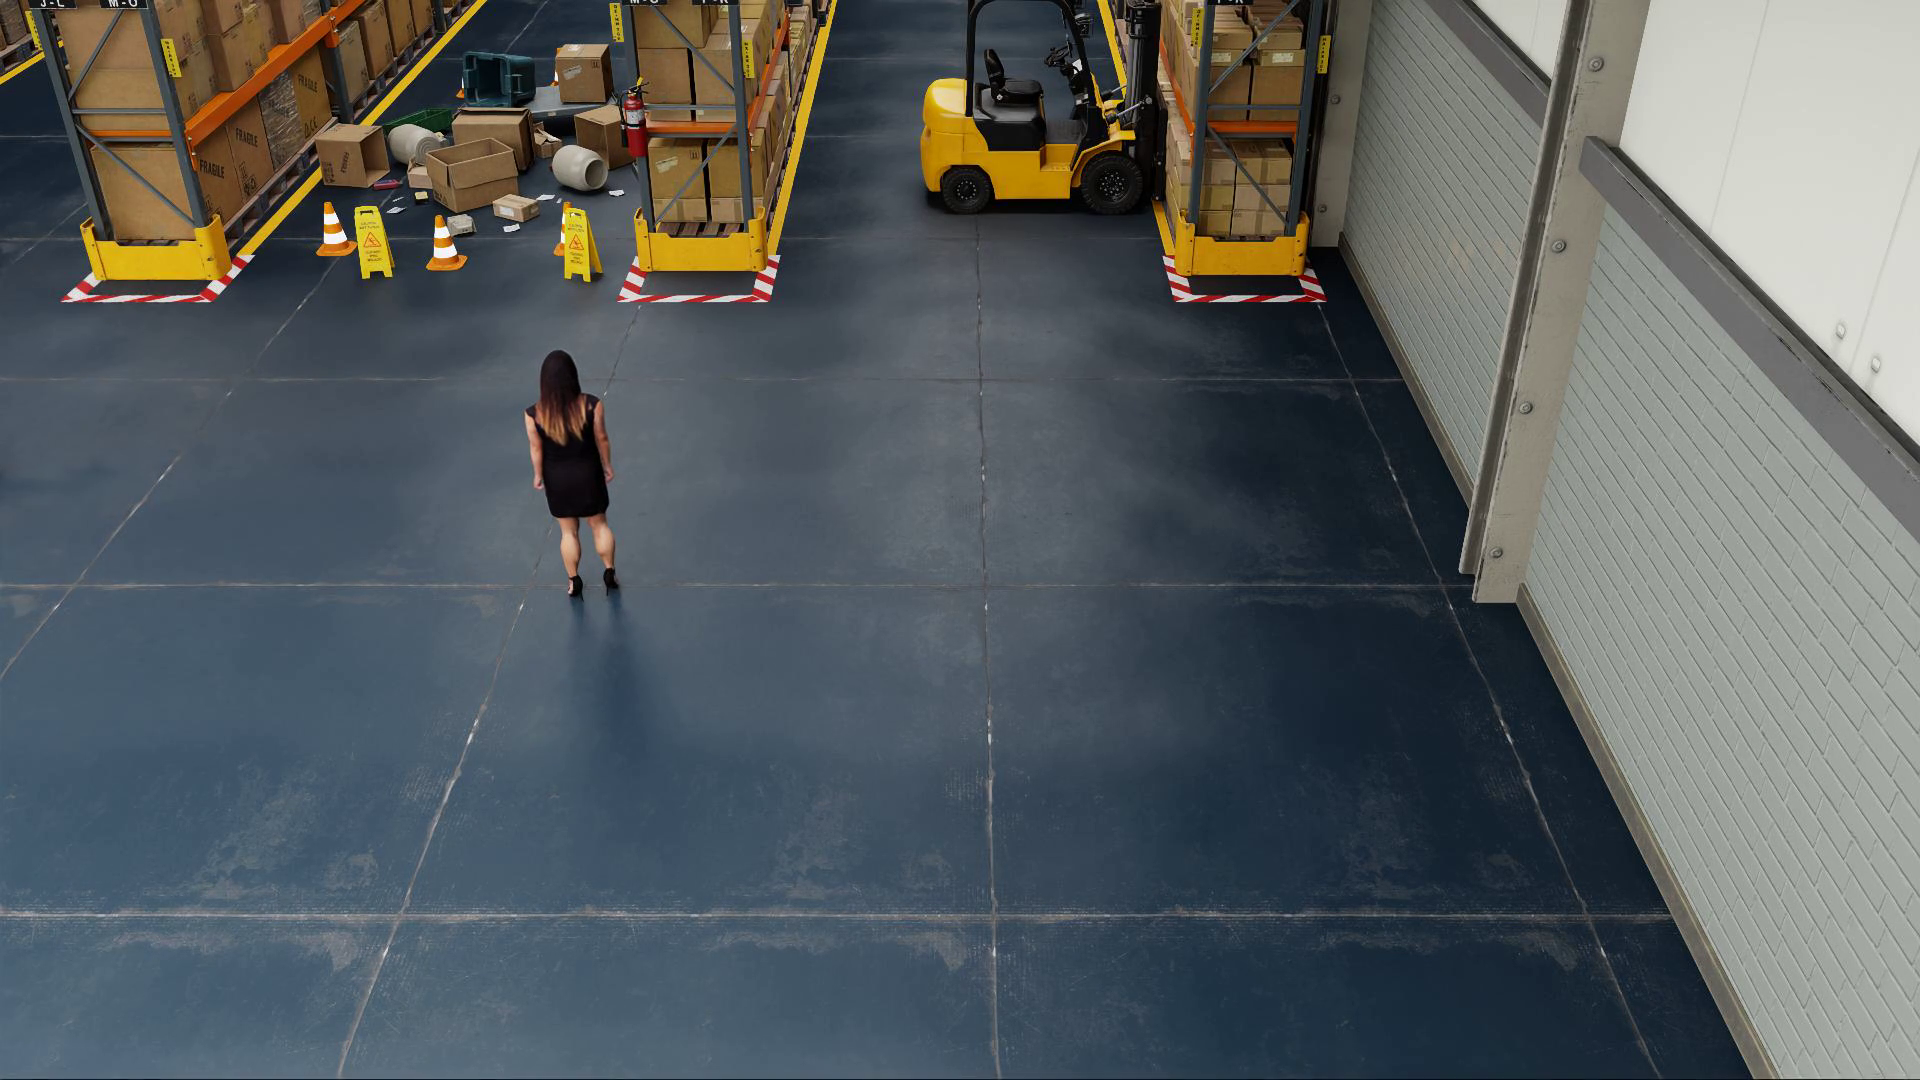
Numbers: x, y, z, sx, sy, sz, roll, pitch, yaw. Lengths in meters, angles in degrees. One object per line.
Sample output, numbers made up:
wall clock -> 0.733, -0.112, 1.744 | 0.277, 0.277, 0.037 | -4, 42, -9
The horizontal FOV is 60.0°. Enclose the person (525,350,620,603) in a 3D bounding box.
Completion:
person -> -2.407, -0.387, 10.409 | 0.727, 1.718, 0.706 | -10, 34, -15
